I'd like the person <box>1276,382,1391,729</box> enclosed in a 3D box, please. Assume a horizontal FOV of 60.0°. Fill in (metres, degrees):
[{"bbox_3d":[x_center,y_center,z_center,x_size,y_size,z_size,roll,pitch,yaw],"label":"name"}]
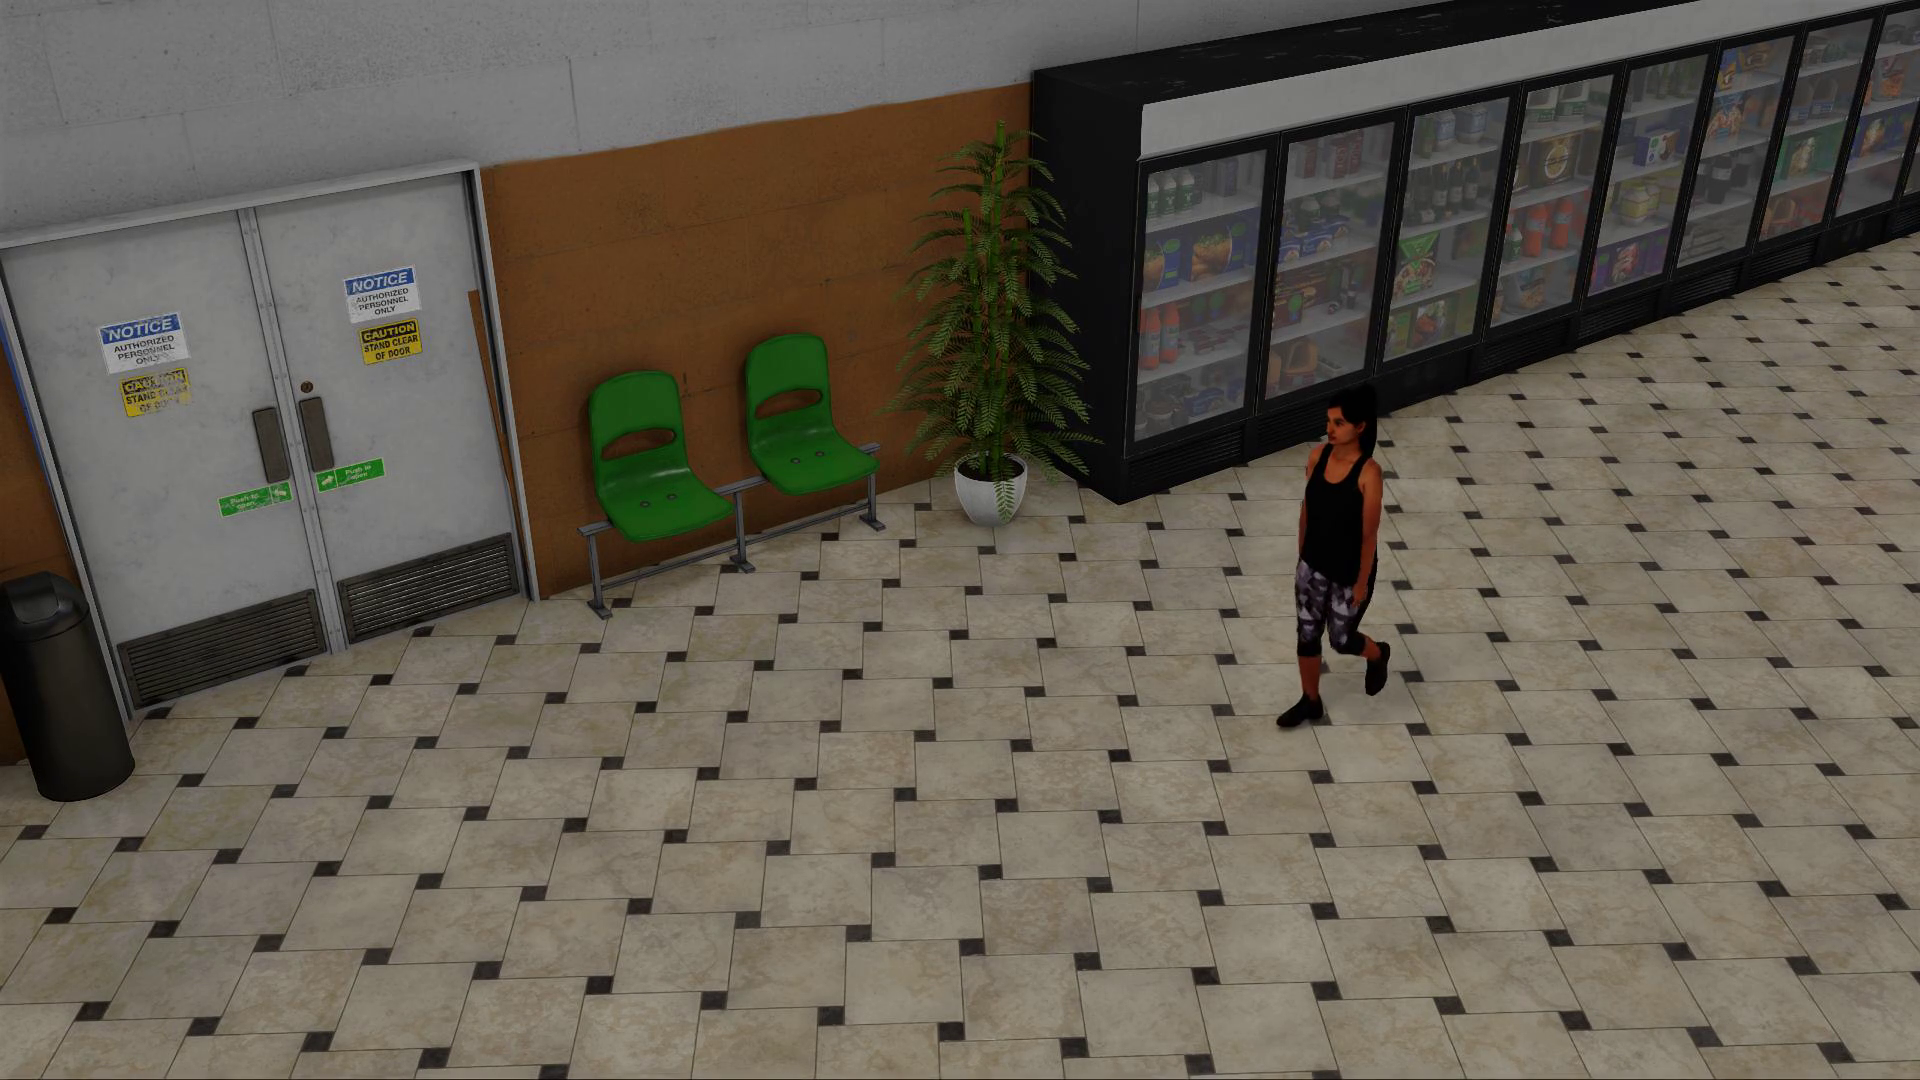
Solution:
[{"bbox_3d":[1.712,0.082,7.307,0.664,1.653,0.764,-20,35,-32],"label":"person"}]
